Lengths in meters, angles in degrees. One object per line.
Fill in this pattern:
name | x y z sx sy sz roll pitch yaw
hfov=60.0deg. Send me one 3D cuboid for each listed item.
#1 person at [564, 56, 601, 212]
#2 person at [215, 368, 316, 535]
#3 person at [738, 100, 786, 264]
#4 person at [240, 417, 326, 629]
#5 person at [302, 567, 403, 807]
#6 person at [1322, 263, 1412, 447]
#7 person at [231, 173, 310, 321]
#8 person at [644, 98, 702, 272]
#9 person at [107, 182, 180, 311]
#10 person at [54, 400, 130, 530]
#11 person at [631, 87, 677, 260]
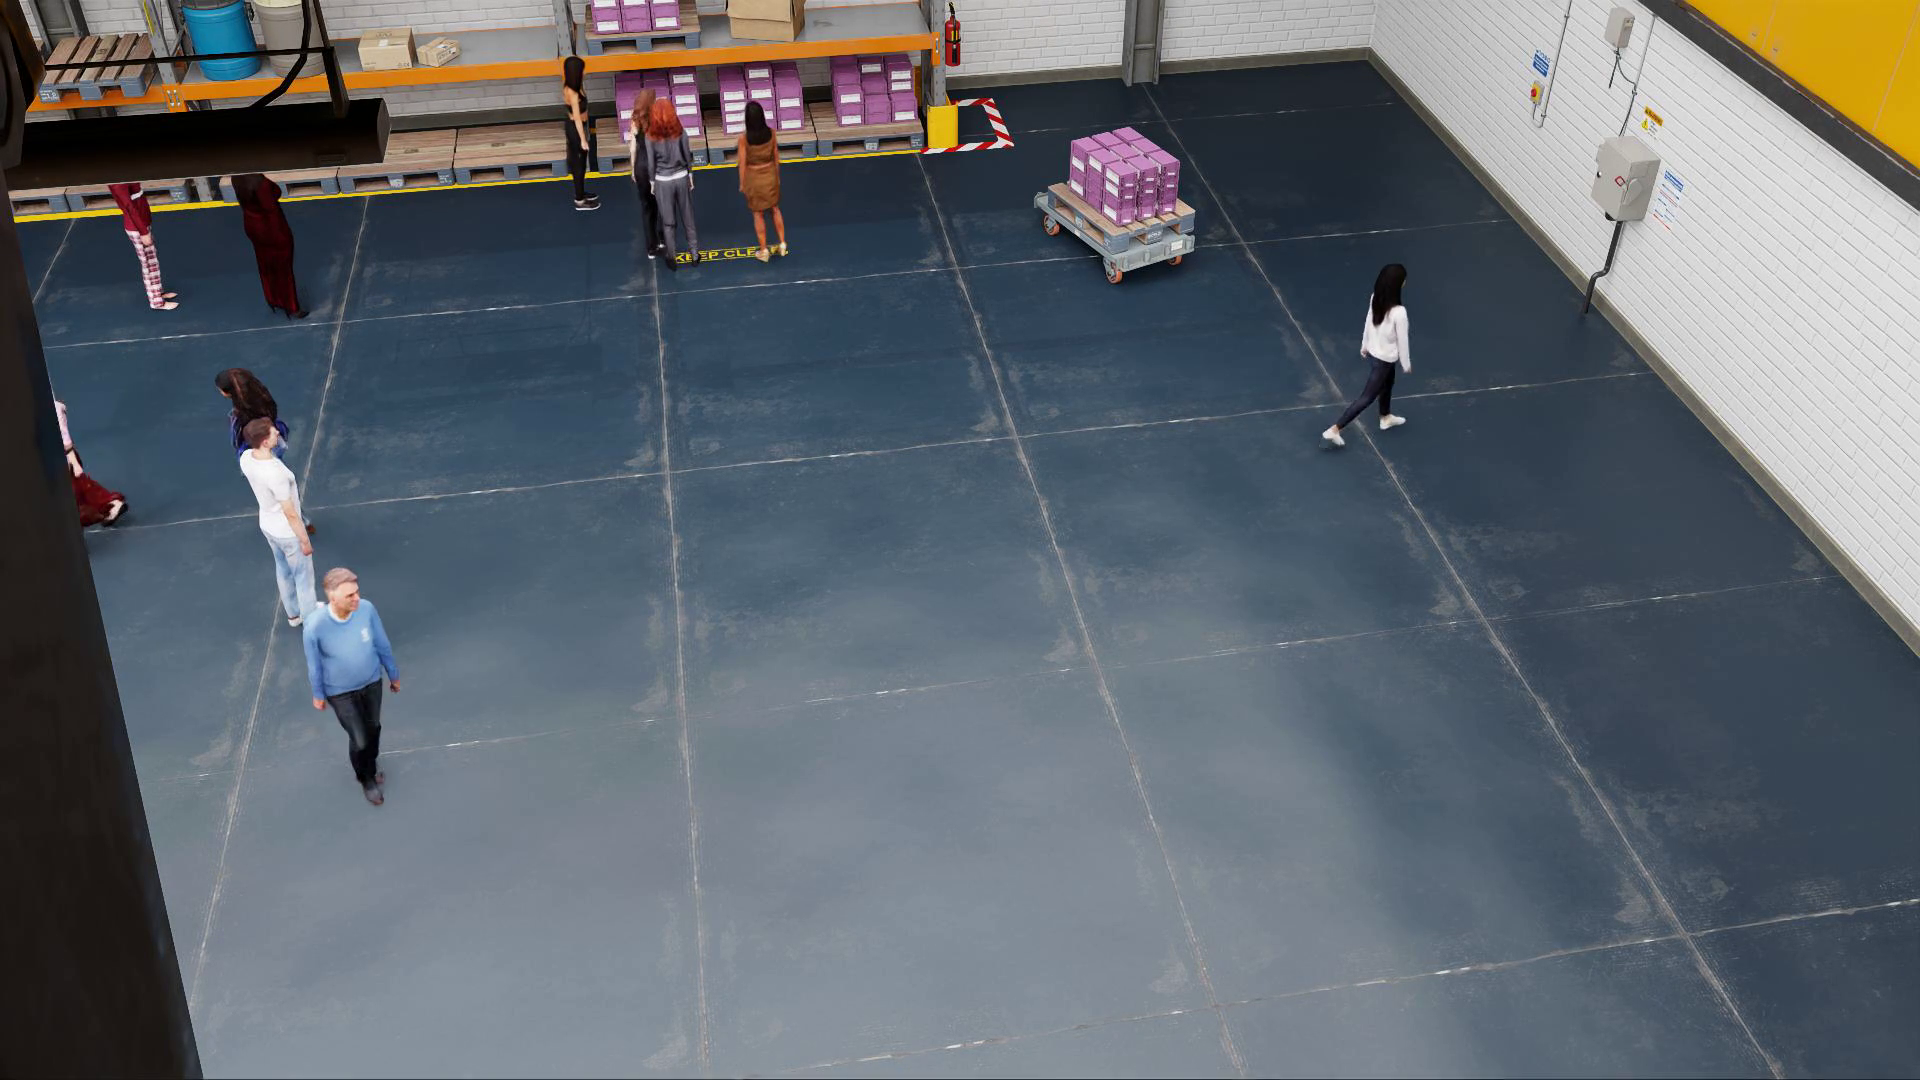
person | -3.991 -4.232 17.299 0.564 1.638 0.549 -11 40 -13
person | -5.289 -0.645 12.832 0.729 1.606 0.721 10 40 13
person | -1.965 -3.498 16.340 0.591 1.686 0.721 -23 44 -26
person | -4.860 -0.080 11.931 0.704 1.848 0.747 27 46 29
person | -3.976 0.866 10.796 0.828 1.786 0.907 -29 47 -31
person | 3.448 -1.504 13.861 1.135 1.665 0.712 -11 40 -13
person | -6.473 -2.885 15.517 0.775 1.756 0.831 25 45 28
person | -2.809 -3.469 16.230 0.468 1.779 0.660 -10 40 -12
person | -7.757 -2.981 15.684 0.584 1.698 0.657 -15 41 -18
person | -6.912 -0.638 12.830 1.077 1.598 1.116 22 43 25
person | -3.053 -3.571 16.399 0.770 1.727 0.868 7 39 9
